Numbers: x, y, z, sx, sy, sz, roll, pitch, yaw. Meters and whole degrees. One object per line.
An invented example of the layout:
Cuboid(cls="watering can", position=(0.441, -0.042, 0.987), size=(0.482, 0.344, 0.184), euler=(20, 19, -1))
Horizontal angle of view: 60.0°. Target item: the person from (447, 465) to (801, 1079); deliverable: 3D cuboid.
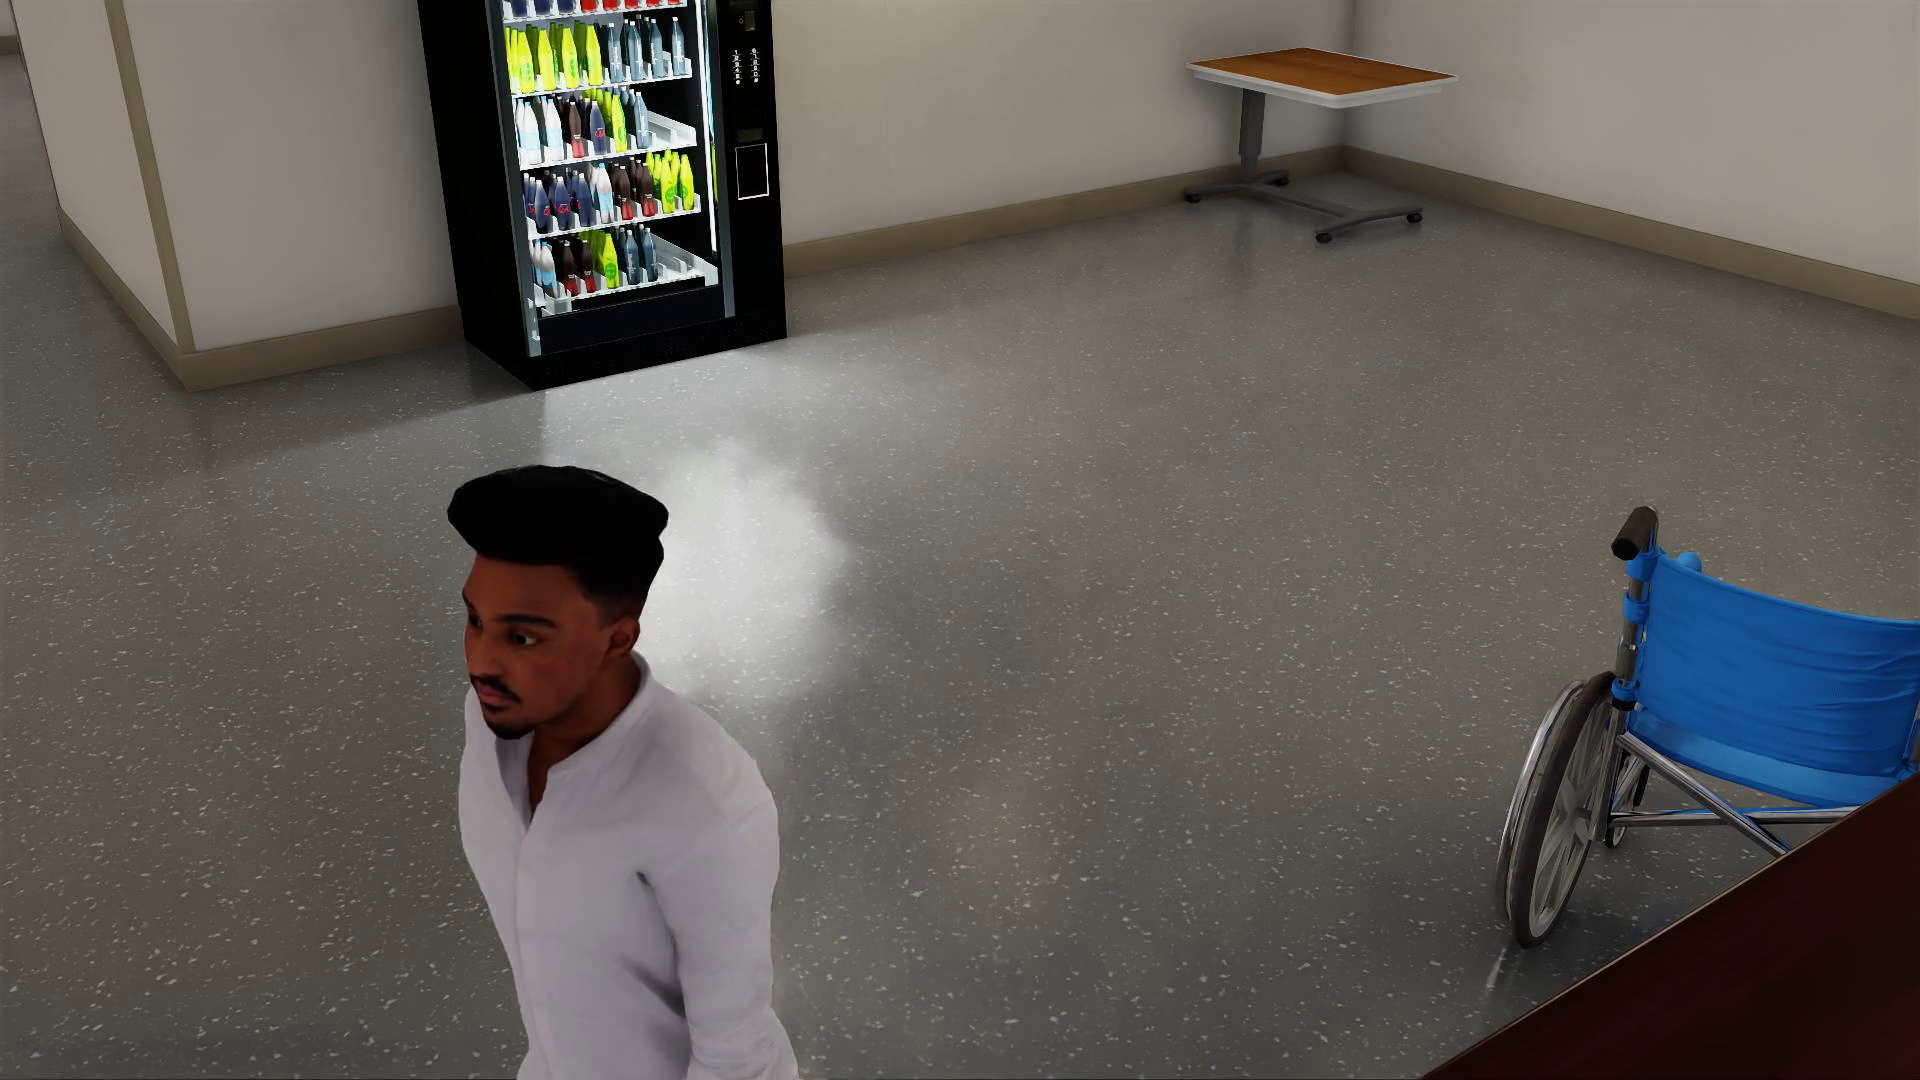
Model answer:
Cuboid(cls="person", position=(-0.334, 0.695, 2.210), size=(0.931, 1.765, 1.266), euler=(17, 30, 31))
